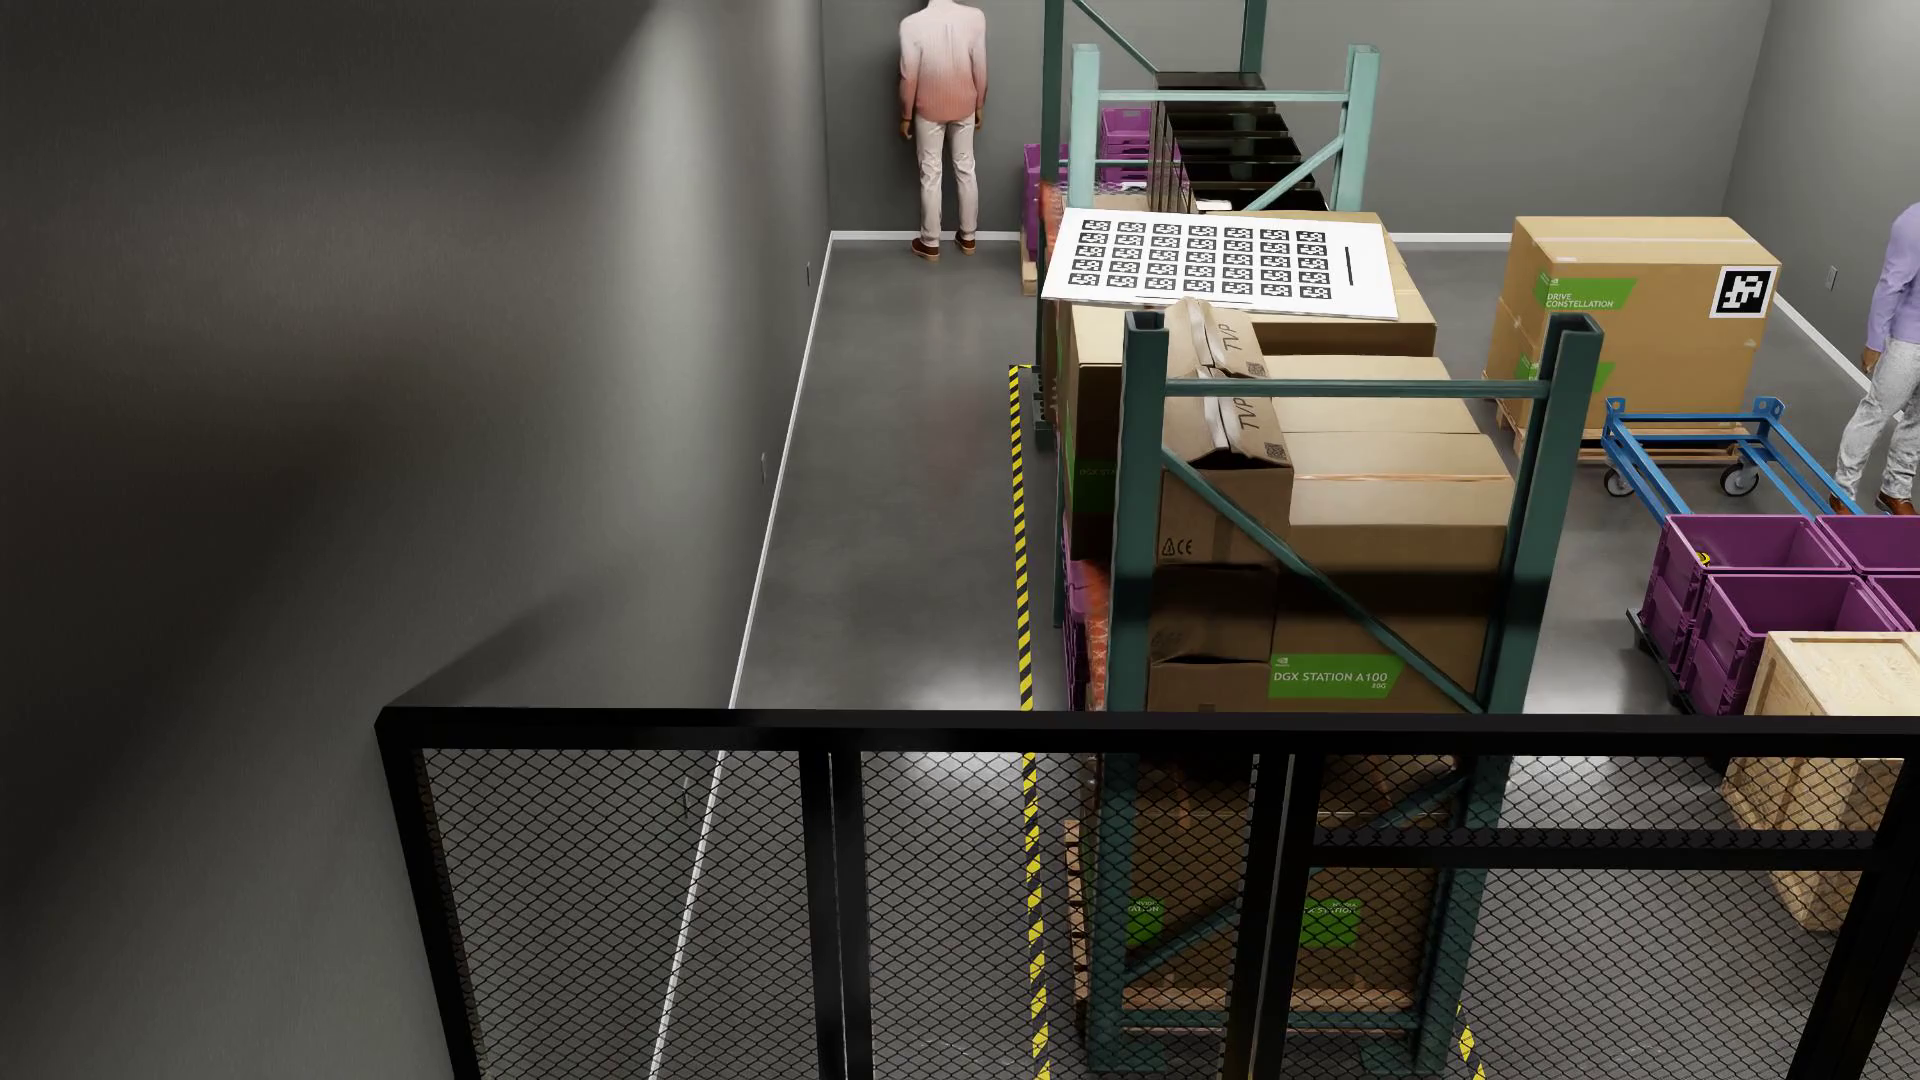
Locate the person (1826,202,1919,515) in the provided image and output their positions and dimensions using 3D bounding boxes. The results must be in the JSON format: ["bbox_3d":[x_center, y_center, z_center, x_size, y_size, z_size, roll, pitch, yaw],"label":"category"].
[{"bbox_3d":[4.534,-0.938,7.772,0.635,1.937,0.352,-1,31,-2],"label":"person"}]

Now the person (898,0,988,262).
[{"bbox_3d":[-0.115,-2.814,10.835,0.608,1.996,0.381,-12,33,-19],"label":"person"}]
